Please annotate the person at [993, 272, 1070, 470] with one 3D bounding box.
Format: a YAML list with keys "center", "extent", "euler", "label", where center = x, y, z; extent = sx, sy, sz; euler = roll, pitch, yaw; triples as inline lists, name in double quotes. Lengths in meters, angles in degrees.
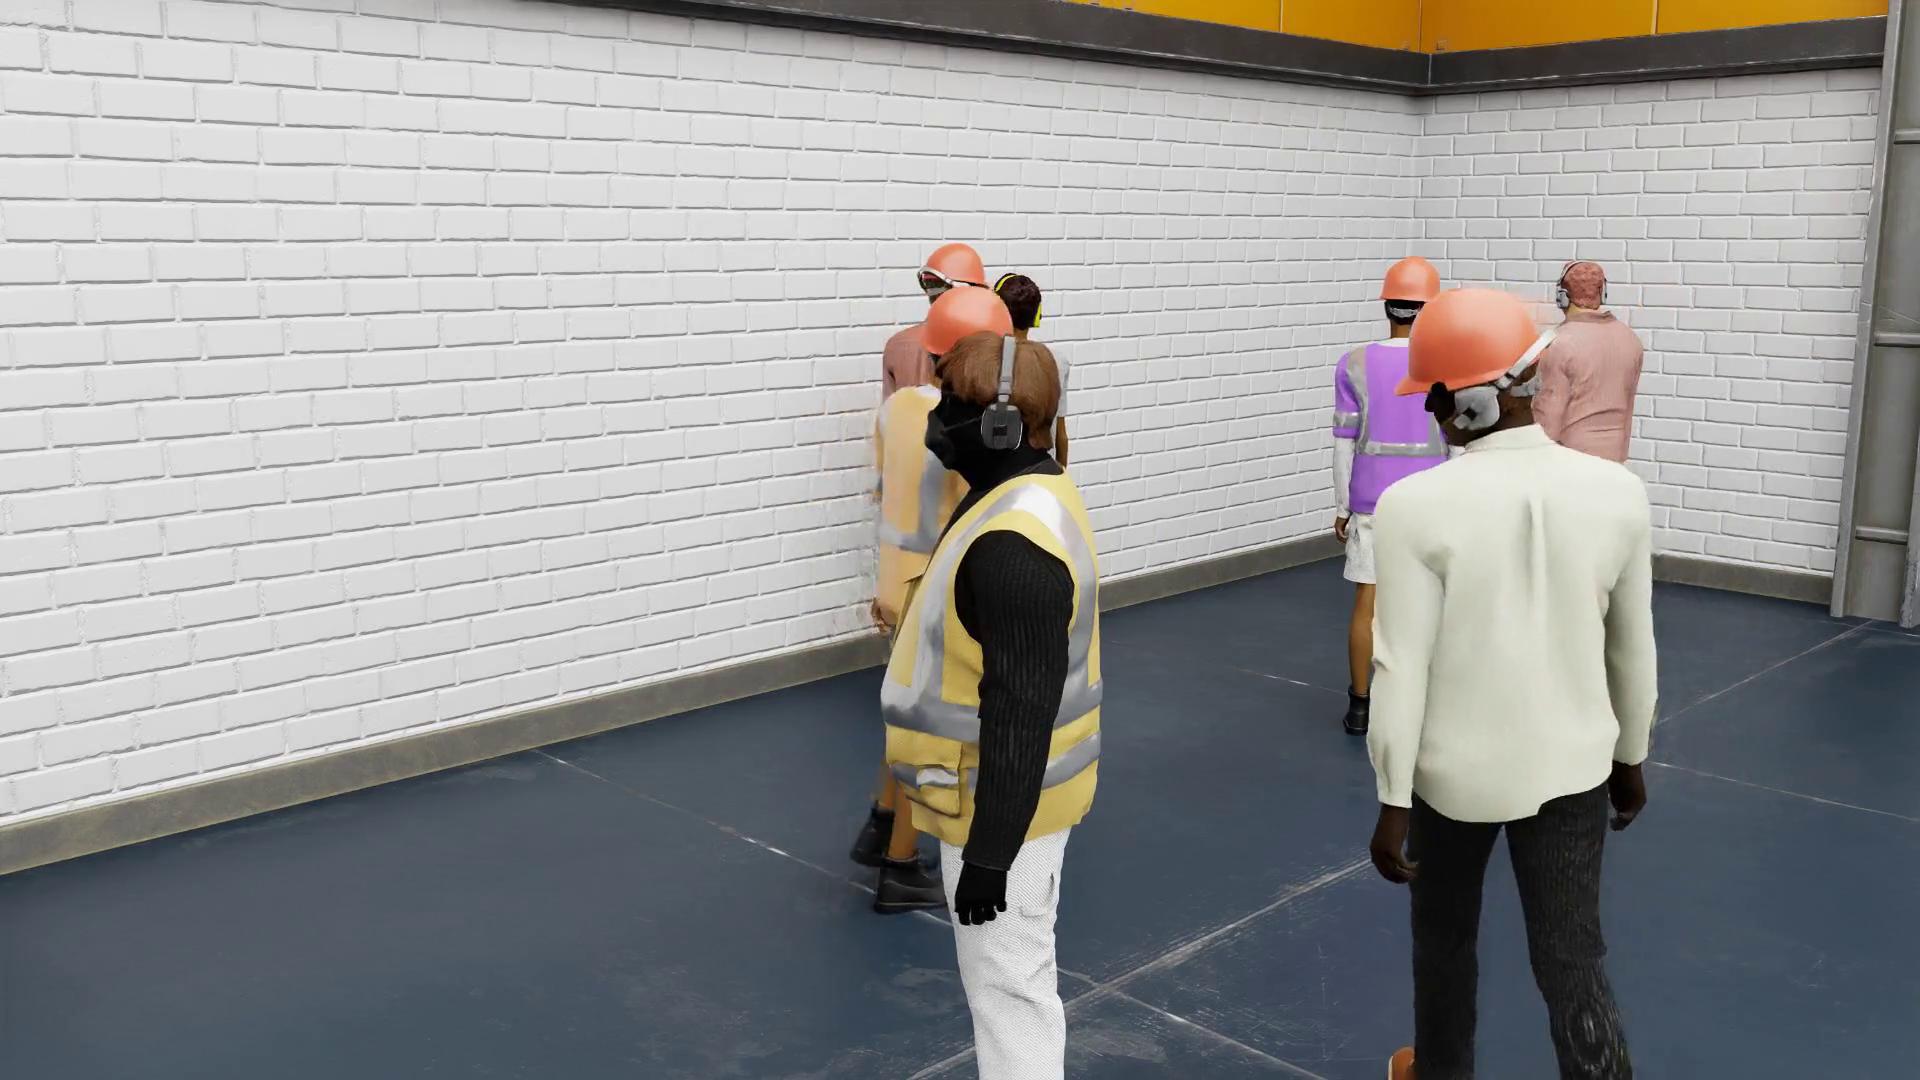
- center: [0.234, -0.170, 6.941]
  extent: [0.528, 1.869, 0.313]
  euler: [-8, 13, -36]
  label: "person"

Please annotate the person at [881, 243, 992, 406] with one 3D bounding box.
- center: [-0.047, -0.241, 7.008]
  extent: [0.612, 1.986, 0.401]
  euler: [7, 13, 34]
  label: "person"

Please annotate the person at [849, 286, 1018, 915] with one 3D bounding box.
- center: [-0.067, 0.203, 4.877]
  extent: [0.400, 1.882, 0.656]
  euler: [-5, 12, -26]
  label: "person"

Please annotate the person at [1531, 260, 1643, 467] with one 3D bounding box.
- center: [2.903, -0.361, 7.892]
  extent: [0.642, 1.905, 0.399]
  euler: [-6, 12, -30]
  label: "person"

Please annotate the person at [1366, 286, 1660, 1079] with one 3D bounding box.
- center: [1.138, 0.462, 3.348]
  extent: [0.662, 1.932, 1.023]
  euler: [-1, 10, -6]
  label: "person"

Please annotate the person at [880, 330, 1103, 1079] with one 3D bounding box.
- center: [0.061, 0.514, 3.282]
  extent: [0.429, 1.846, 0.627]
  euler: [0, 10, 1]
  label: "person"

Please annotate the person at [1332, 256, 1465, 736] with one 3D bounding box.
- center: [1.765, -0.156, 6.677]
  extent: [0.545, 1.938, 0.361]
  euler: [4, 11, 20]
  label: "person"
